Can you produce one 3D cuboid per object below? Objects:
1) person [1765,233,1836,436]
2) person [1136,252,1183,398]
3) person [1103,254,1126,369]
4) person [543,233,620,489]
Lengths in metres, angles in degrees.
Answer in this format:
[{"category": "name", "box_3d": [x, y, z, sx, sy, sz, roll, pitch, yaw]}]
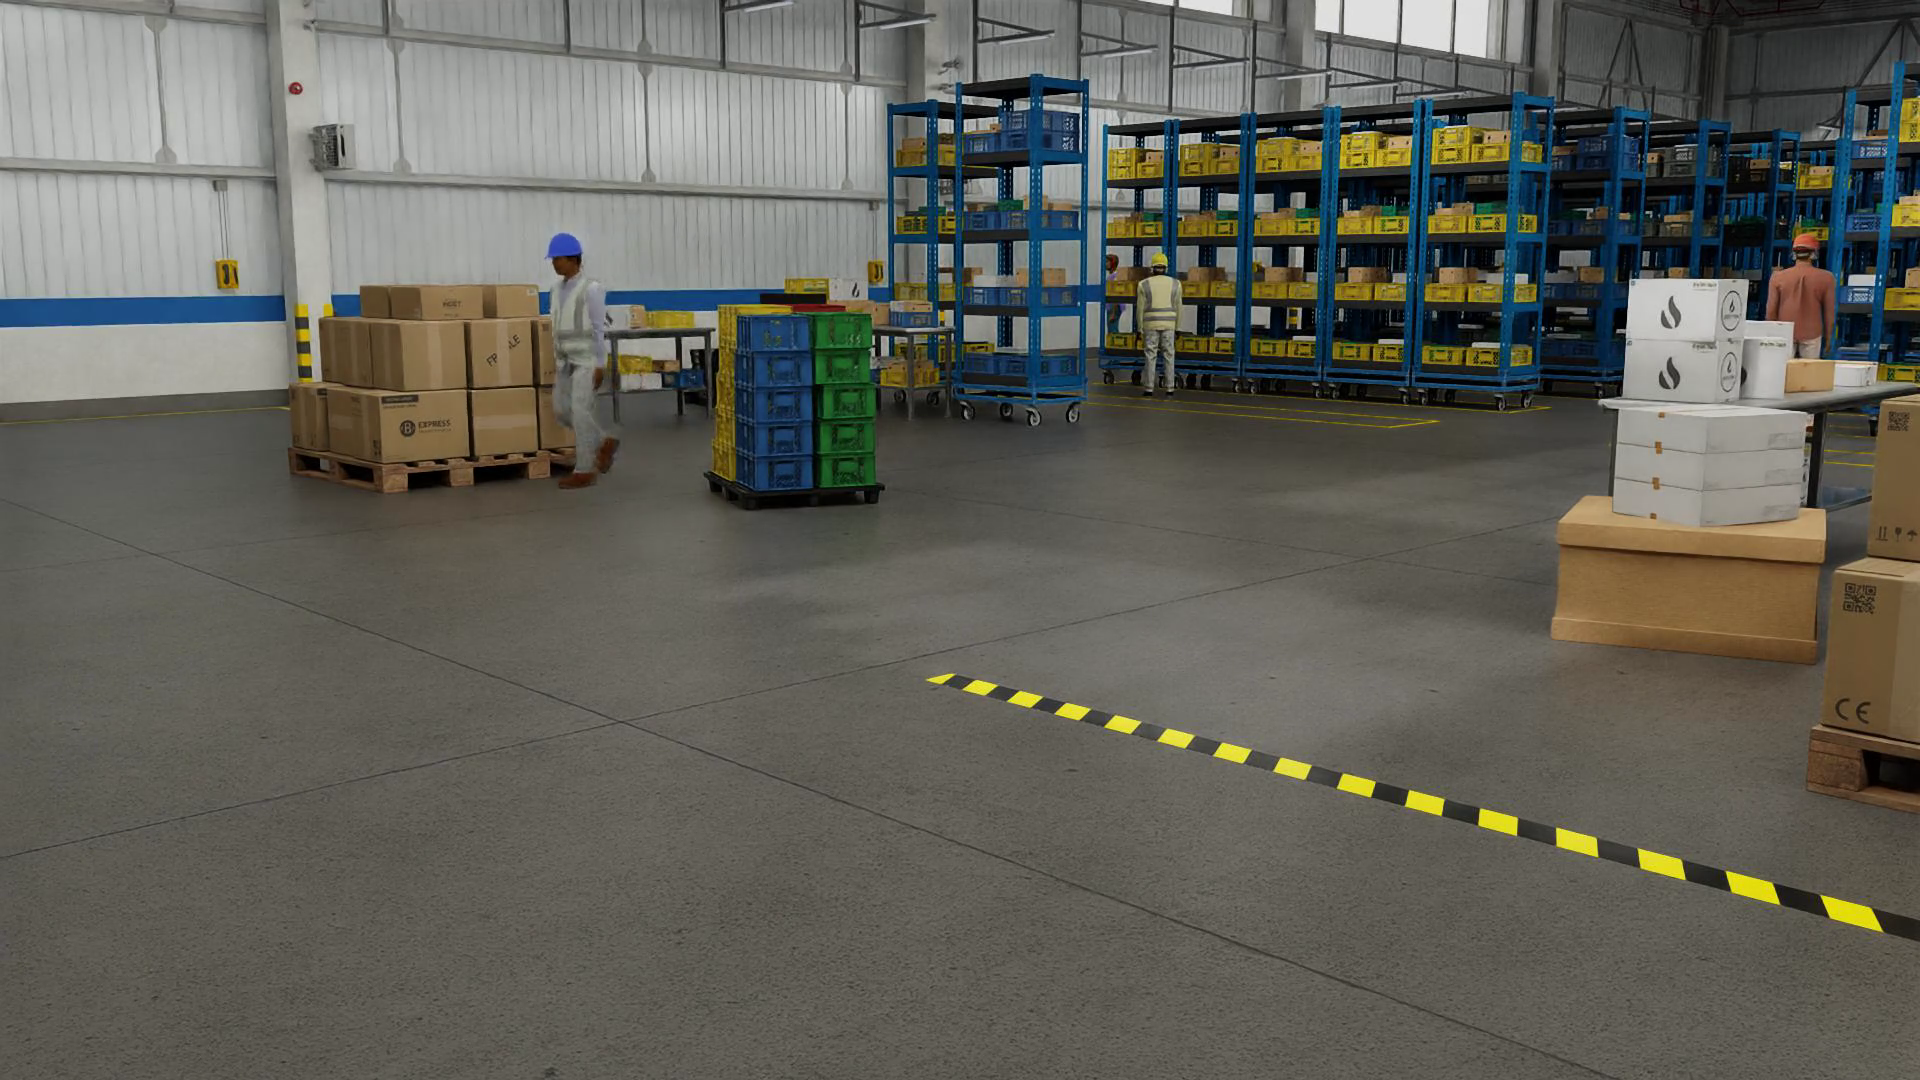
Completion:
[{"category": "person", "box_3d": [8.283, -2.020, 16.425, 0.614, 1.990, 0.392, 5, 11, 28]}, {"category": "person", "box_3d": [2.503, -2.692, 20.947, 0.590, 1.833, 0.404, -1, 9, -5]}, {"category": "person", "box_3d": [2.465, -3.660, 26.726, 0.390, 1.846, 0.565, 0, 9, -2]}, {"category": "person", "box_3d": [-2.853, -1.360, 12.664, 0.612, 1.925, 0.604, 7, 12, 37]}]
